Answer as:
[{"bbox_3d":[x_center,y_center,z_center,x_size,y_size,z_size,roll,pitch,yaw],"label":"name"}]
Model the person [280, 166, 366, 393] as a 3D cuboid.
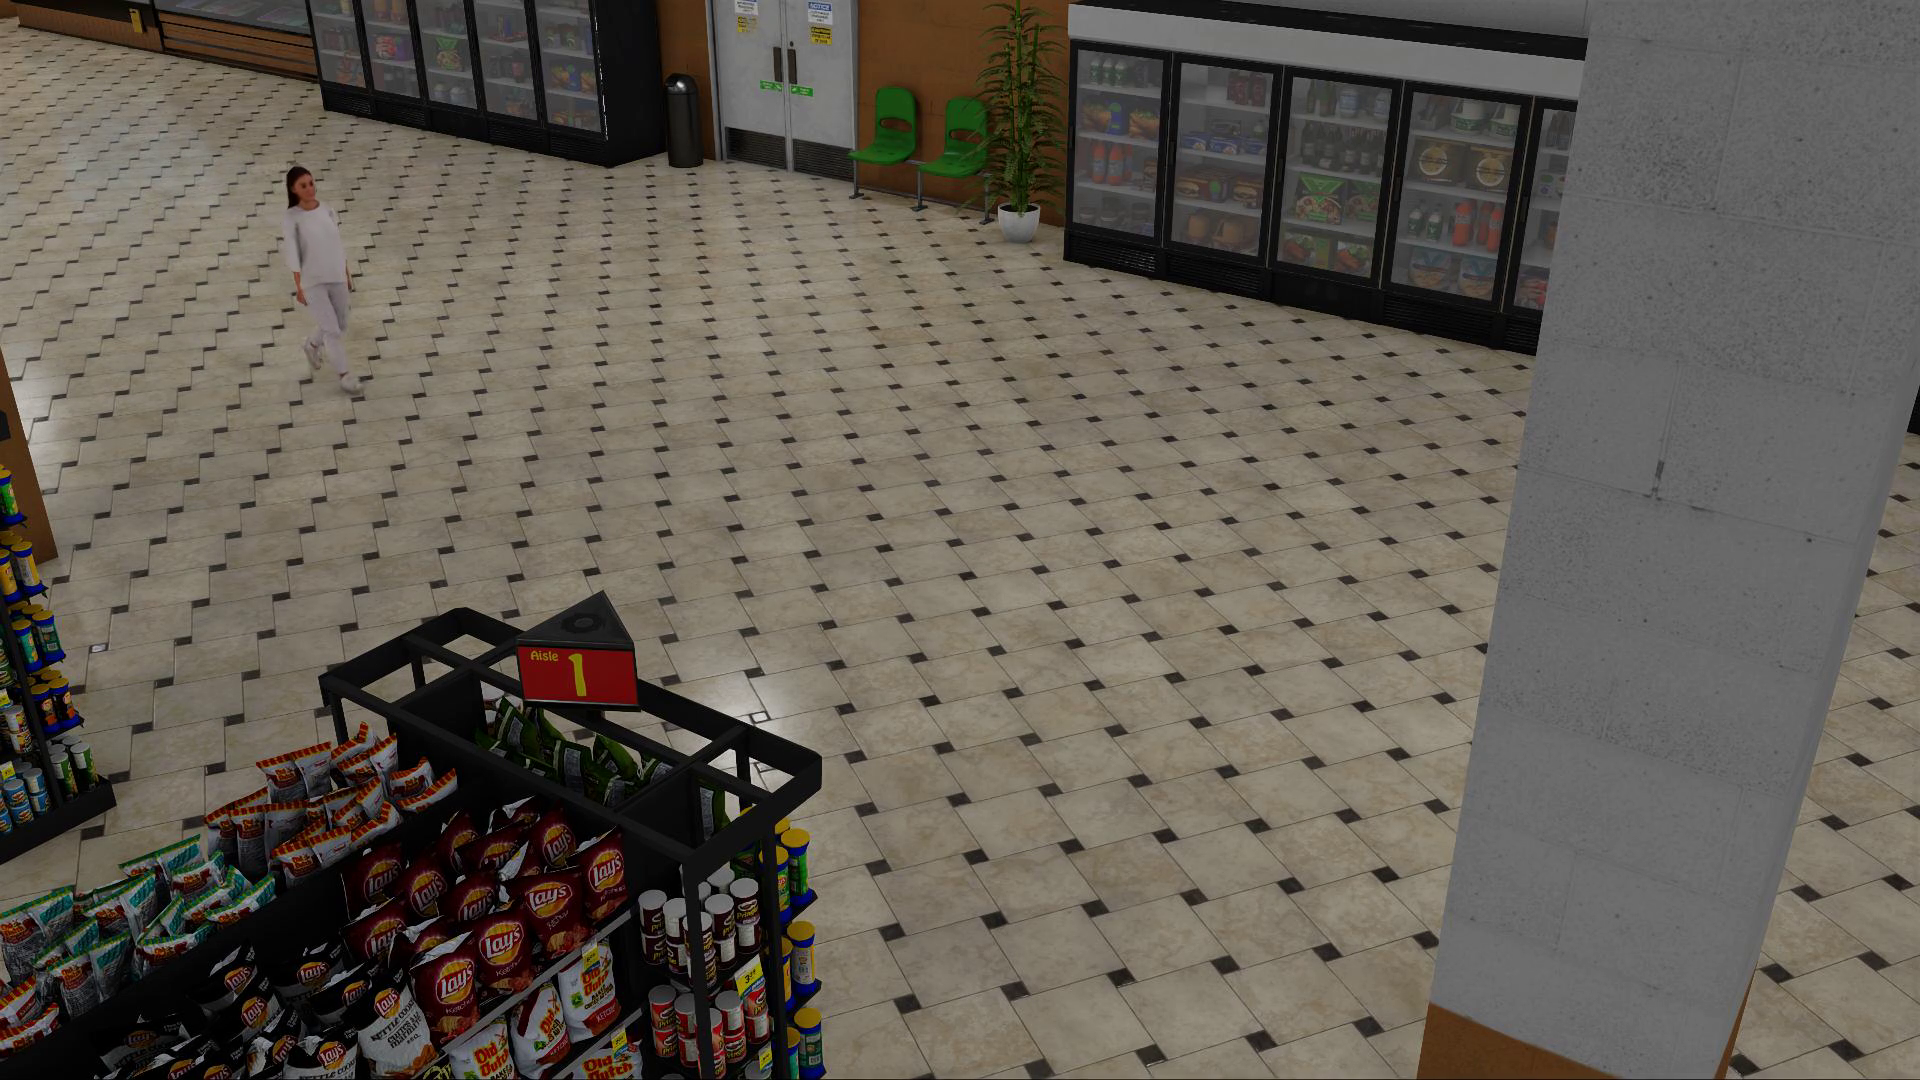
[{"bbox_3d":[-4.750,-1.927,12.275,0.678,1.670,0.885,17,31,30],"label":"person"}]
